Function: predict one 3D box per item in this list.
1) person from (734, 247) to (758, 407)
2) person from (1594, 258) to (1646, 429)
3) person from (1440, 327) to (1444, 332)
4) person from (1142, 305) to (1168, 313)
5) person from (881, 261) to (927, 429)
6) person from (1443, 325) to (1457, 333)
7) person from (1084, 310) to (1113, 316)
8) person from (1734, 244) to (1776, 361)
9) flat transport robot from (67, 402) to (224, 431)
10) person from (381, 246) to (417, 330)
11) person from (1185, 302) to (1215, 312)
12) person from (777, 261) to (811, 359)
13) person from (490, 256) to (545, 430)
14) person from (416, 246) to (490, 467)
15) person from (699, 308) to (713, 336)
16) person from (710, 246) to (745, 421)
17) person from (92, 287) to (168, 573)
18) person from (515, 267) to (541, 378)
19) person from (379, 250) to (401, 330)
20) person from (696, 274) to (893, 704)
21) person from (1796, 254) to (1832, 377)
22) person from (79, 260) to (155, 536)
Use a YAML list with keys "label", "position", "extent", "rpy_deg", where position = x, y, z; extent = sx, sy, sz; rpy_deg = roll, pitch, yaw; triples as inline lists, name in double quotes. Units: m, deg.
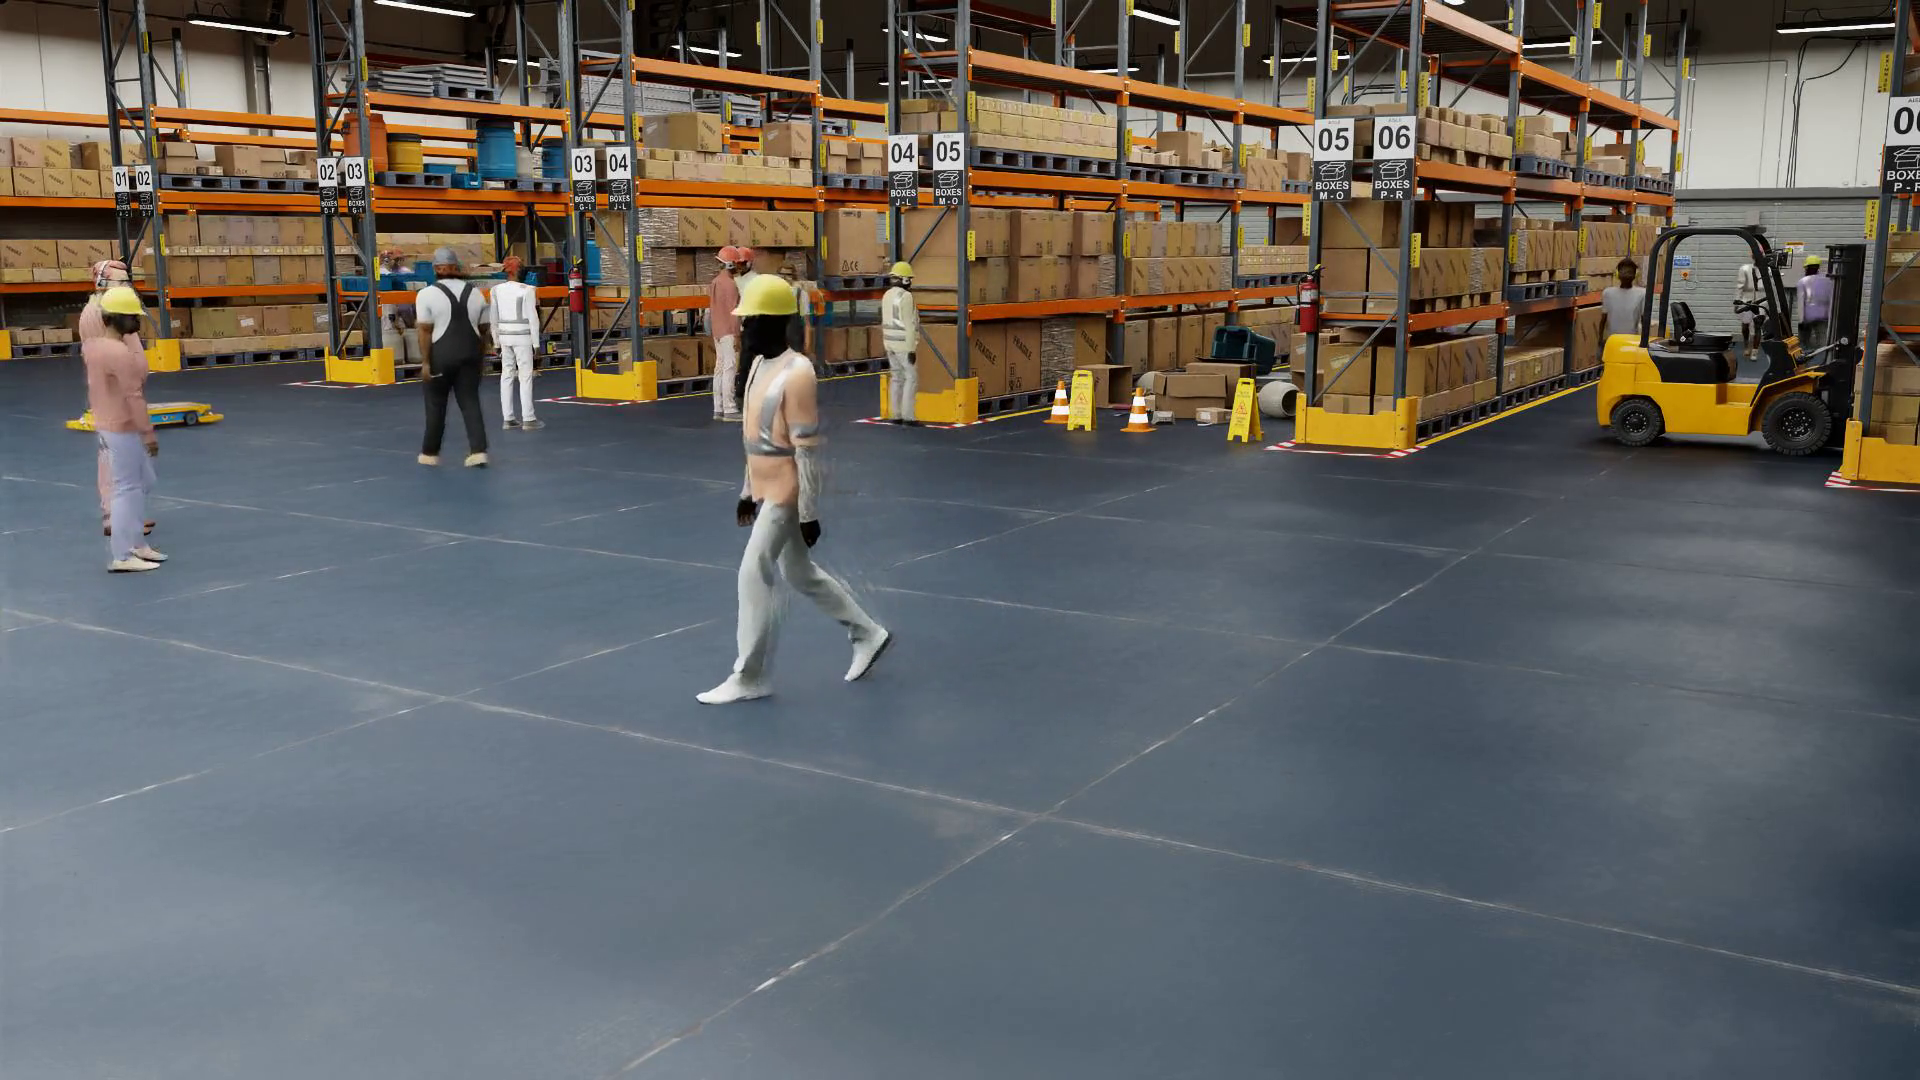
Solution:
- label: "person"
  position: [-2.744, -2.624, 20.582]
  extent: [0.652, 1.965, 0.864]
  rpy_deg: [10, 14, 44]
- label: "person"
  position: [7.198, -2.127, 18.098]
  extent: [0.532, 1.865, 0.310]
  rpy_deg: [4, 11, 22]
- label: "person"
  position: [9.550, -4.942, 33.837]
  extent: [0.578, 1.884, 0.809]
  rpy_deg: [-10, 14, -43]
- label: "person"
  position: [3.271, -3.851, 27.738]
  extent: [0.600, 1.869, 0.956]
  rpy_deg: [6, 12, 31]
- label: "person"
  position: [-0.642, -2.126, 18.200]
  extent: [0.403, 1.828, 0.611]
  rpy_deg: [-6, 12, -30]
- label: "person"
  position: [9.826, -4.790, 32.942]
  extent: [0.559, 1.883, 0.667]
  rpy_deg: [-8, 13, -36]
- label: "person"
  position: [2.374, -3.828, 28.305]
  extent: [0.519, 1.626, 0.496]
  rpy_deg: [6, 12, 32]
- label: "person"
  position: [13.744, -4.105, 28.734]
  extent: [0.630, 2.022, 0.637]
  rpy_deg: [5, 11, 27]
- label: "flat transport robot"
  position: [-8.957, -1.370, 18.319]
  extent: [0.652, 0.197, 1.431]
  rpy_deg: [6, 12, 32]
- label: "person"
  position: [-9.163, -3.820, 27.305]
  extent: [0.671, 1.982, 1.058]
  rpy_deg: [1, 10, 6]
- label: "person"
  position: [4.128, -4.073, 28.869]
  extent: [0.571, 1.904, 0.802]
  rpy_deg: [5, 11, 26]
- label: "person"
  position: [-1.894, -2.129, 18.212]
  extent: [0.528, 1.820, 0.771]
  rpy_deg: [0, 10, 1]
- label: "person"
  position: [-4.830, -2.142, 18.125]
  extent: [0.585, 1.882, 0.337]
  rpy_deg: [4, 11, 21]
- label: "person"
  position: [-4.612, -1.673, 15.061]
  extent: [0.696, 2.000, 0.842]
  rpy_deg: [-9, 14, -43]
- label: "person"
  position: [-3.670, -3.441, 25.285]
  extent: [0.625, 1.934, 0.364]
  rpy_deg: [1, 10, 5]
- label: "person"
  position: [-2.638, -2.355, 19.008]
  extent: [0.397, 1.992, 0.621]
  rpy_deg: [-6, 12, -29]
- label: "person"
  position: [-5.063, -0.675, 10.246]
  extent: [0.488, 1.750, 0.555]
  rpy_deg: [-9, 13, -40]
- label: "person"
  position: [-6.549, -3.266, 24.945]
  extent: [0.533, 1.697, 0.319]
  rpy_deg: [-1, 10, -6]
- label: "person"
  position: [-9.134, -3.670, 26.622]
  extent: [0.400, 1.907, 0.645]
  rpy_deg: [-6, 12, -29]
- label: "person"
  position: [-0.726, -0.234, 7.419]
  extent: [0.908, 1.899, 0.580]
  rpy_deg: [-4, 11, -20]
- label: "person"
  position: [12.768, -3.318, 24.786]
  extent: [0.594, 1.869, 0.950]
  rpy_deg: [0, 10, -1]
- label: "person"
  position: [-5.857, -0.986, 11.593]
  extent: [0.402, 1.904, 0.652]
  rpy_deg: [-4, 11, -19]
